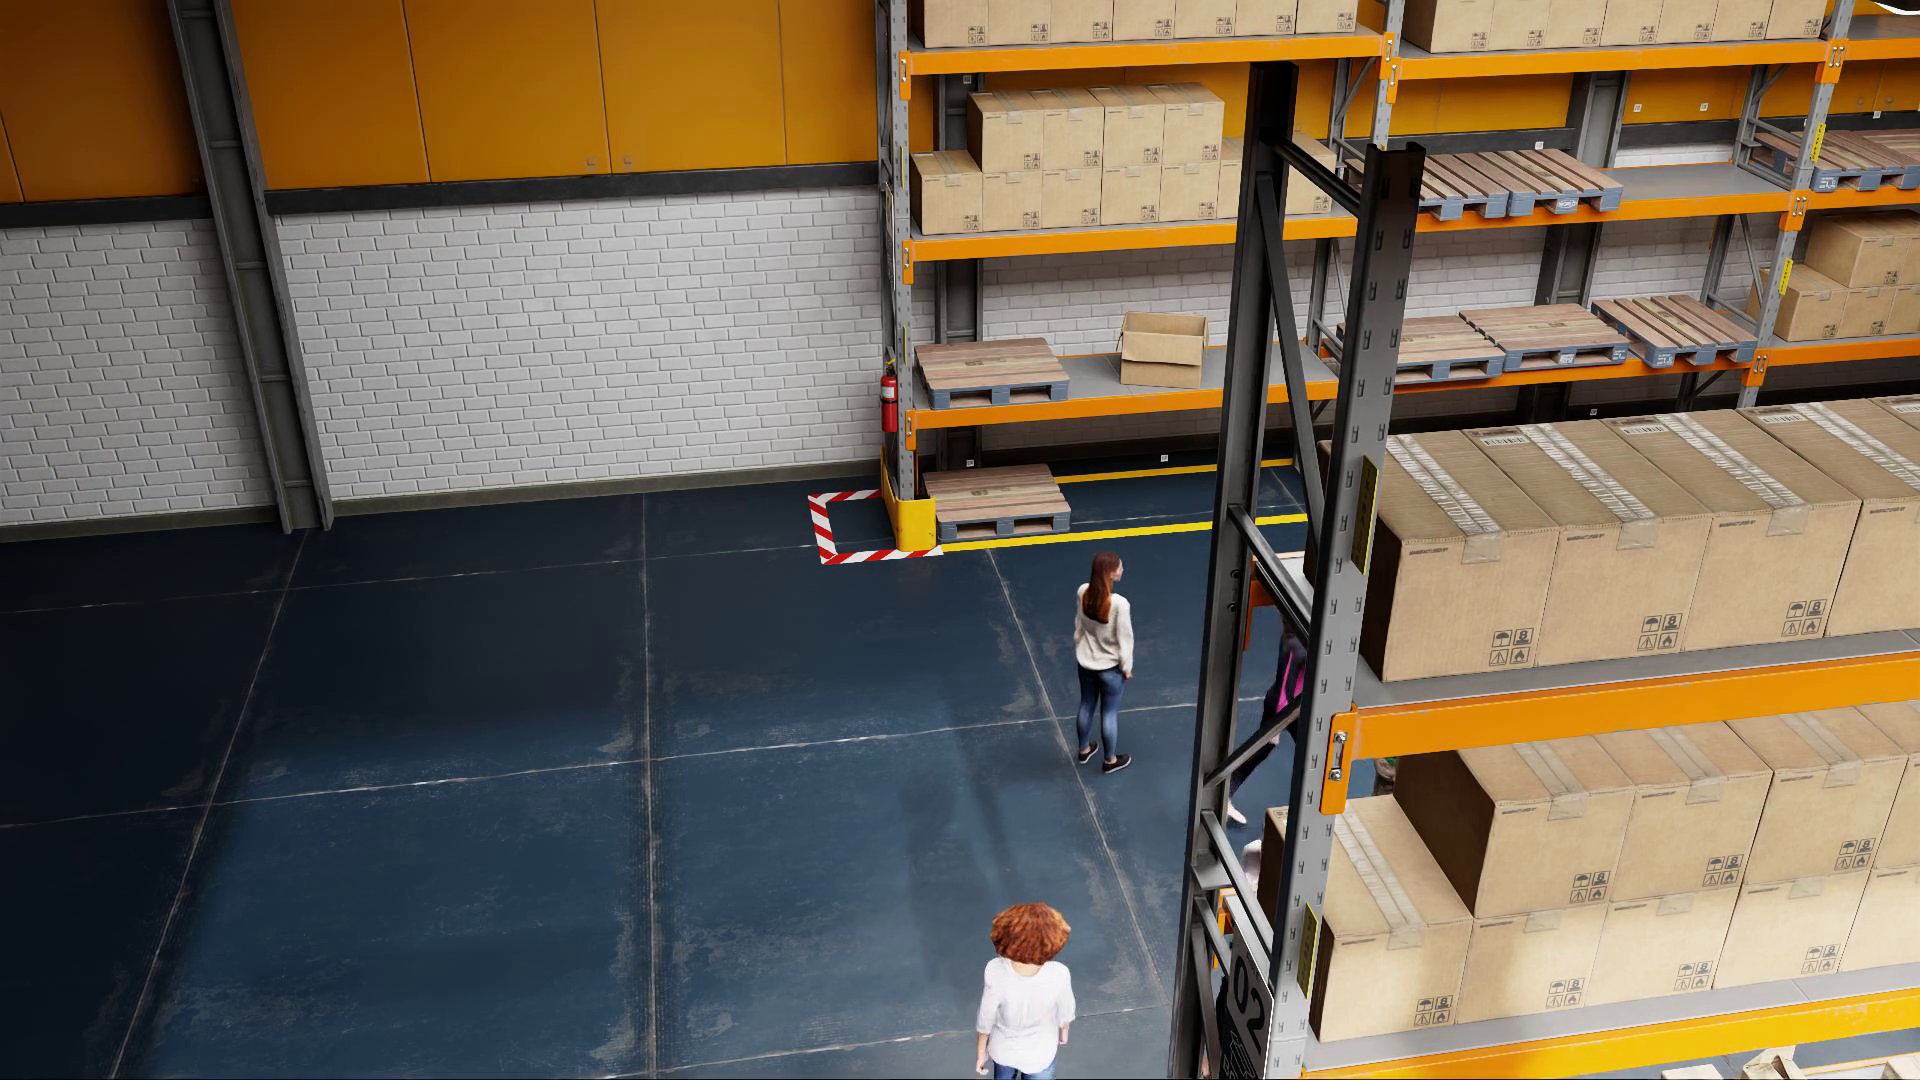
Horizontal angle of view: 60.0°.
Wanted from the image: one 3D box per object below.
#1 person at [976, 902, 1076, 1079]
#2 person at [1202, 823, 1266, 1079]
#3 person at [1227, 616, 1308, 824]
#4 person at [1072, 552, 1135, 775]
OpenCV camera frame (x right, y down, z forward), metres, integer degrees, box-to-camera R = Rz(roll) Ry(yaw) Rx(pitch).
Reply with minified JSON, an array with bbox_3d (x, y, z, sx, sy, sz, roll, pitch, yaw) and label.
[{"bbox_3d":[0.309,2.602,8.335,0.957,1.685,0.889,4,29,8],"label":"person"},{"bbox_3d":[1.740,2.147,9.118,1.077,1.735,1.184,25,37,38],"label":"person"},{"bbox_3d":[2.072,1.165,10.980,1.136,1.675,0.668,0,29,0],"label":"person"},{"bbox_3d":[0.986,0.848,11.543,0.706,1.693,0.742,24,37,36],"label":"person"}]
